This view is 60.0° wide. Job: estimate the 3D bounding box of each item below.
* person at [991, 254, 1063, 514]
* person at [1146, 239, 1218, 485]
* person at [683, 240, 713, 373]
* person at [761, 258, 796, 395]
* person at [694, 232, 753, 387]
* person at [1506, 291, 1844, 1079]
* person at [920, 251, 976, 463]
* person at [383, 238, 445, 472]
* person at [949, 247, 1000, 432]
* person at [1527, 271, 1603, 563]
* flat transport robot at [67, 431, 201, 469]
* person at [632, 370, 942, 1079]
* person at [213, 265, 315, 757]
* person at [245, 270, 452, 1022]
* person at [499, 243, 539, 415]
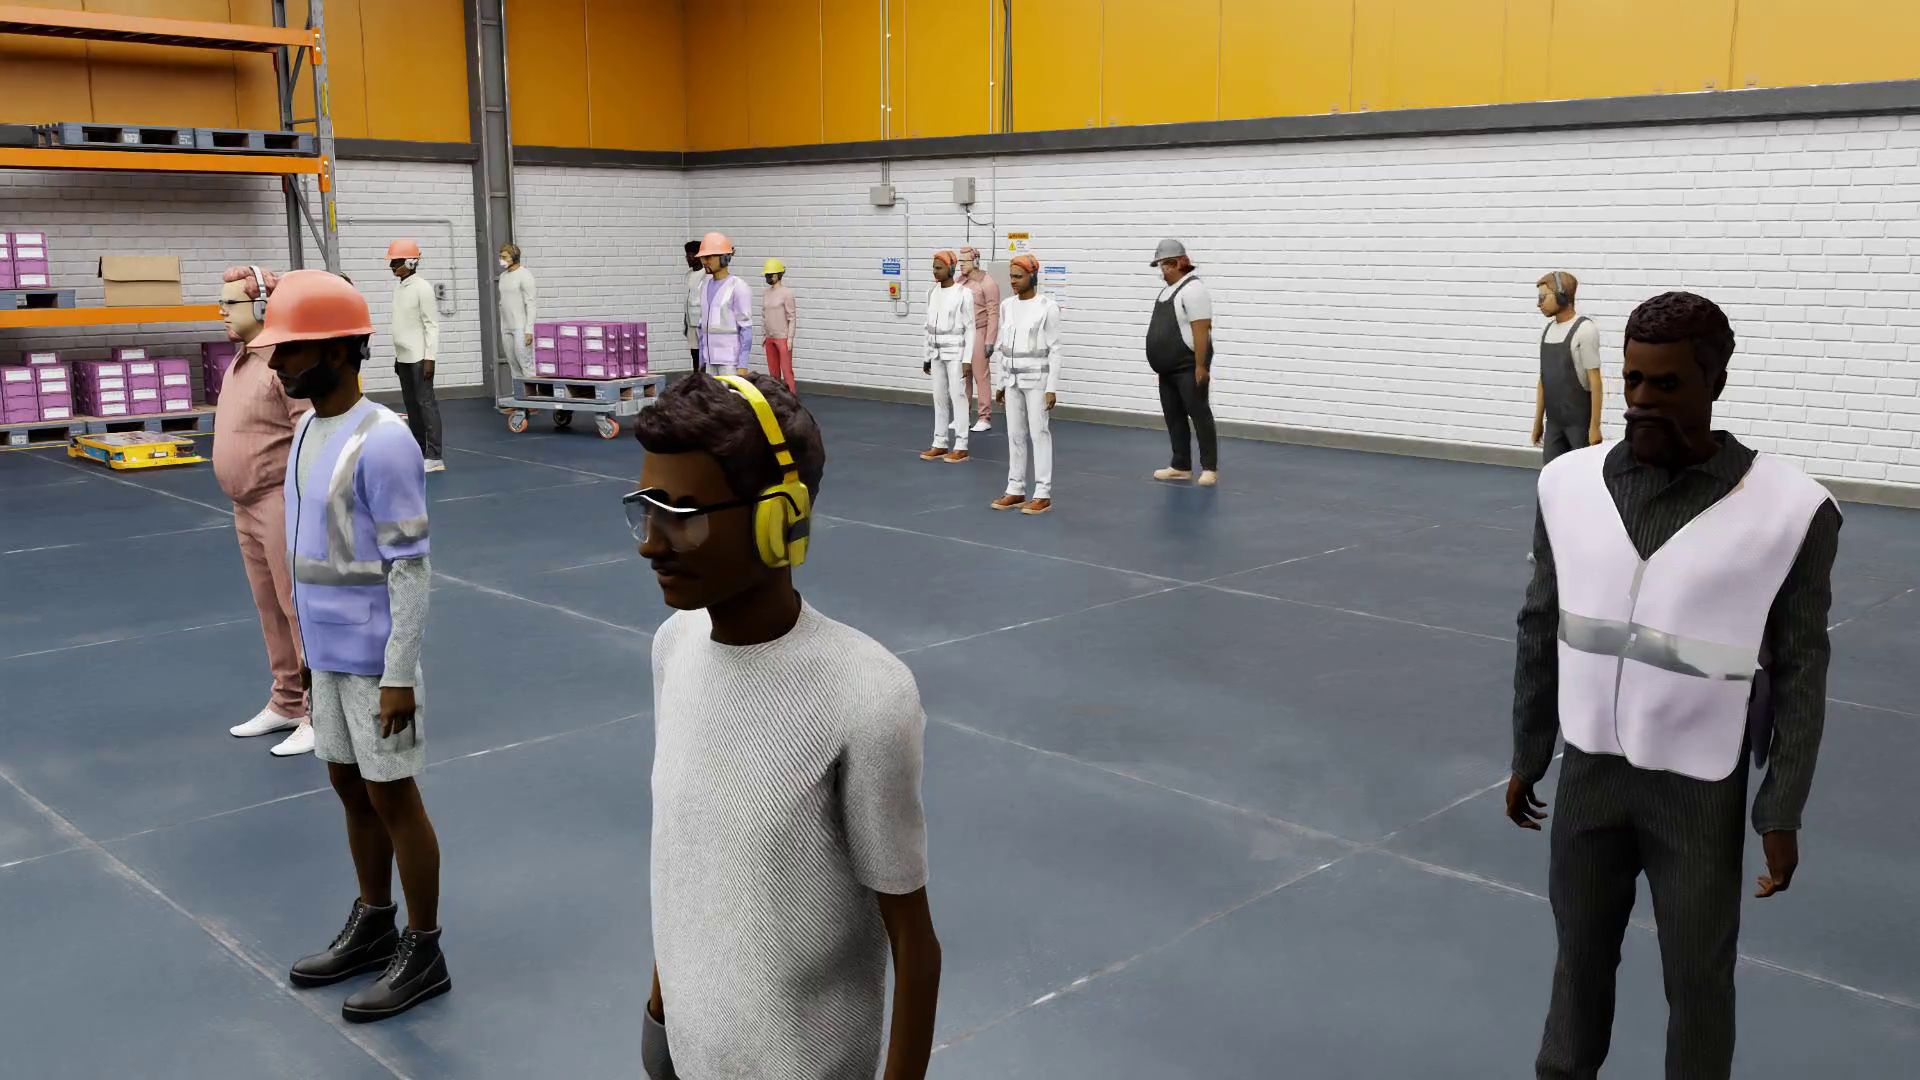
[{"bbox_3d":[0.485,-1.132,12.141,0.337,1.883,0.584,-10,15,-44],"label":"person"},{"bbox_3d":[1.827,-1.487,13.652,0.619,2.000,0.733,-3,11,-18],"label":"person"},{"bbox_3d":[-3.165,-2.649,20.193,0.367,1.962,0.613,-10,15,-44],"label":"person"},{"bbox_3d":[-2.050,-2.250,18.567,0.330,1.765,0.533,-10,15,-44],"label":"person"},{"bbox_3d":[-1.964,-1.484,13.630,0.391,2.040,0.615,-10,15,-44],"label":"person"},{"bbox_3d":[1.401,0.464,3.354,0.372,1.914,0.597,-10,15,-44],"label":"person"},{"bbox_3d":[-0.110,-1.635,14.884,0.337,1.882,0.584,-10,15,-44],"label":"person"},{"bbox_3d":[-4.694,-1.575,14.255,0.396,1.992,0.623,-10,15,-44],"label":"person"},{"bbox_3d":[0.101,-2.071,17.210,0.403,1.904,0.652,-10,15,-44],"label":"person"},{"bbox_3d":[3.751,-0.717,10.133,0.494,1.817,0.576,-3,11,-18],"label":"person"},{"bbox_3d":[-7.376,-0.816,14.822,0.652,0.197,1.431,-10,14,-44],"label":"flat transport robot"},{"bbox_3d":[-0.247,0.715,2.127,0.309,1.864,0.534,-10,15,-44],"label":"person"},{"bbox_3d":[-2.697,-0.111,6.518,0.403,1.906,0.652,-10,15,-44],"label":"person"},{"bbox_3d":[-1.586,0.280,4.301,0.373,1.934,0.551,-10,15,-44],"label":"person"},{"bbox_3d":[-4.981,-2.363,18.711,0.355,1.936,0.635,-10,15,-44],"label":"person"}]
